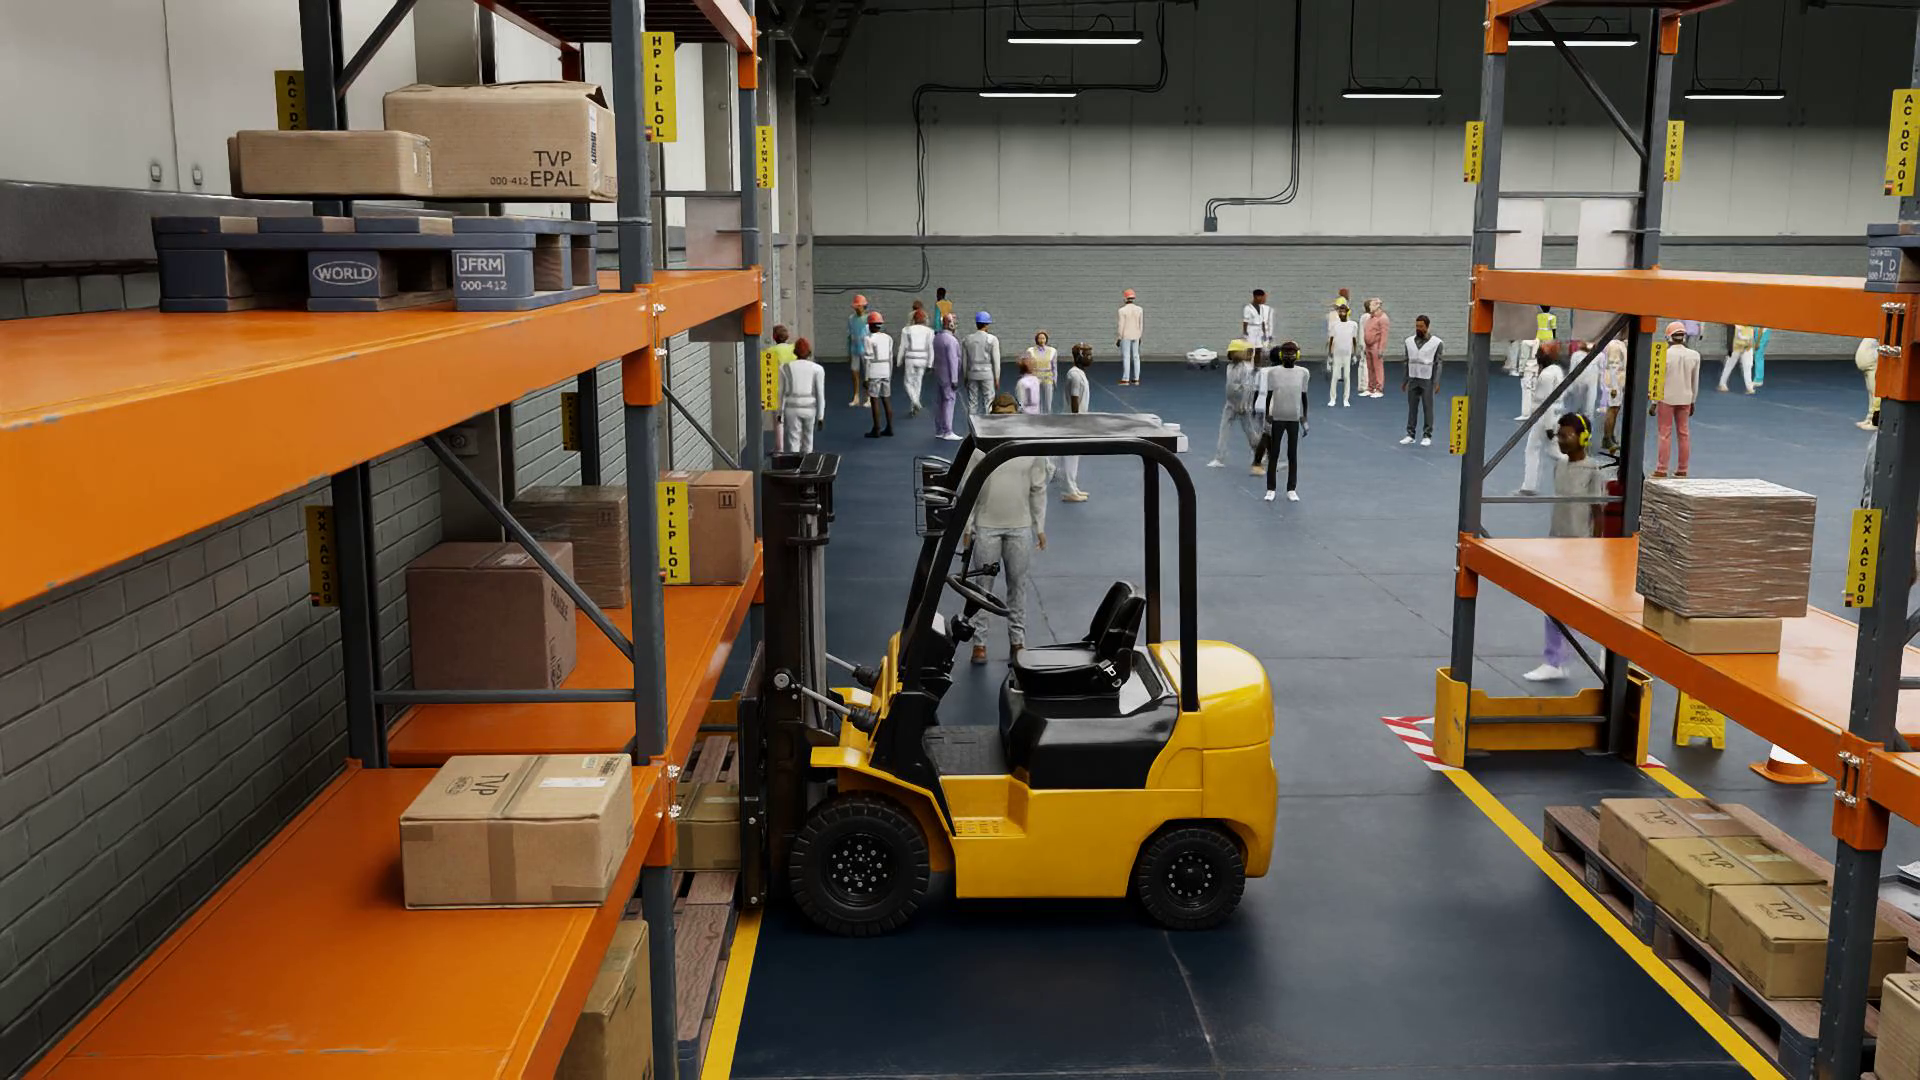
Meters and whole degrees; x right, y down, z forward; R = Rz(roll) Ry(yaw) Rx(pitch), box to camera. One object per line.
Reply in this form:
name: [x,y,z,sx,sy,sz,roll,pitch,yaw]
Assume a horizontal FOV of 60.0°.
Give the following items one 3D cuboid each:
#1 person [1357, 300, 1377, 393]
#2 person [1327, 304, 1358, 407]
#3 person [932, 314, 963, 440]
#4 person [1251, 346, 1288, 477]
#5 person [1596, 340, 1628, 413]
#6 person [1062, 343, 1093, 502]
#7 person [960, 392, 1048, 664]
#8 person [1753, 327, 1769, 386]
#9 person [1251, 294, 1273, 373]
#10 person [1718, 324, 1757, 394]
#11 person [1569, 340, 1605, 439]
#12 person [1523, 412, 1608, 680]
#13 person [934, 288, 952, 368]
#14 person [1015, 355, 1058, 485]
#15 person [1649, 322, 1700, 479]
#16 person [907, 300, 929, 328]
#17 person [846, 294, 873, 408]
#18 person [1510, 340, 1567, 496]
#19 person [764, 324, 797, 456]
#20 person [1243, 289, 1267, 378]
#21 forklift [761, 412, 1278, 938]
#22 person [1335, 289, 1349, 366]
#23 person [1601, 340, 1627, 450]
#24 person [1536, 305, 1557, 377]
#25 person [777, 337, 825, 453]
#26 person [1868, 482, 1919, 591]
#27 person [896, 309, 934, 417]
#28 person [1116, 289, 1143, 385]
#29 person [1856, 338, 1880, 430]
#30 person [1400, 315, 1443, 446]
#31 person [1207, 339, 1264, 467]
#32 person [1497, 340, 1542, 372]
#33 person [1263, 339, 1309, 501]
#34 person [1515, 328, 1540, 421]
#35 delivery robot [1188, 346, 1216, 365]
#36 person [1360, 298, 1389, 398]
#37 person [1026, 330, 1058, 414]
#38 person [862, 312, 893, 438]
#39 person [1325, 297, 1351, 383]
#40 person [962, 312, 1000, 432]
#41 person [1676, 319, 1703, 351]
person: [8.104,-3.844,33.017,0.339,1.845,0.513,-2,10,-9]
person: [6.948,-3.350,30.216,0.534,1.863,0.311,3,11,14]
person: [-0.172,-2.458,25.149,0.399,1.902,0.641,-4,11,-23]
person: [4.032,-1.649,21.301,0.825,1.648,0.542,-7,12,-33]
person: [11.356,-3.120,28.997,0.505,1.842,0.348,1,10,4]
person: [1.354,-1.355,19.195,0.351,1.837,0.502,1,10,7]
person: [0.312,-0.084,11.814,0.627,1.940,0.375,-1,10,-5]
person: [16.600,-4.109,34.544,0.361,1.834,0.519,6,12,29]
person: [6.813,-4.662,37.553,0.593,1.860,0.813,-3,11,-17]
person: [15.449,-3.803,32.967,0.639,1.802,0.975,-2,10,-9]
person: [9.574,-2.354,25.429,0.511,1.586,0.879,3,11,15]
person: [4.208,0.051,11.310,0.633,1.850,0.535,-4,11,-20]
person: [-0.383,-5.011,39.362,0.395,1.910,0.586,7,12,33]
person: [0.889,-1.452,20.350,0.677,1.614,0.520,5,11,27]
person: [8.967,-1.744,20.934,0.613,1.982,0.409,-1,10,-7]
person: [-0.988,-4.836,39.166,0.576,1.615,0.360,2,10,13]
person: [-1.788,-3.402,30.012,0.615,2.039,0.394,4,11,22]
person: [6.893,-1.386,19.304,0.814,1.862,0.569,7,12,34]
person: [-2.462,-2.079,23.187,0.570,1.843,0.372,-8,13,-36]
person: [6.499,-4.562,36.741,0.644,1.950,0.405,-9,14,-42]
forklift: [0.291,0.548,7.580,2.313,2.155,1.214,0,10,-2]
person: [9.186,-5.105,40.001,0.422,1.865,0.607,2,10,12]
person: [9.498,-2.259,23.991,0.391,1.923,0.549,6,12,29]
person: [12.869,-4.417,36.629,0.535,1.697,0.318,9,13,40]
person: [-1.916,-1.536,20.169,0.574,1.854,0.903,-2,10,-12]
person: [6.203,0.102,11.059,0.396,1.837,0.565,2,10,12]
person: [-0.751,-2.998,28.300,0.645,1.856,0.615,-3,10,-14]
person: [3.542,-4.236,34.781,0.610,1.996,0.378,-6,12,-30]
person: [14.584,-2.777,26.531,0.536,2.000,0.684,4,11,20]
person: [6.809,-2.354,24.516,0.591,1.917,0.379,9,14,42]
person: [3.727,-1.820,22.149,0.882,1.704,0.499,-7,12,-33]
person: [12.882,-4.787,38.122,0.926,1.912,0.640,8,13,37]
person: [3.770,-1.379,19.214,0.520,1.874,0.327,1,10,7]
person: [9.532,-2.818,27.878,0.524,1.639,0.308,-10,14,-43]
delivery robot: [5.650,-4.288,38.811,0.707,0.478,0.477,-8,12,-38]
person: [7.968,-3.688,32.017,0.398,1.901,0.686,-3,11,-15]
person: [1.243,-2.392,25.503,0.522,1.639,0.306,-2,10,-11]
person: [-1.278,-2.529,25.503,0.409,1.924,0.553,9,14,42]
person: [8.027,-4.232,35.262,0.425,1.814,0.615,-9,13,-41]
person: [0.323,-2.451,24.980,0.609,1.943,0.402,5,11,25]
person: [16.577,-4.726,37.824,0.579,1.892,0.961,5,11,26]
